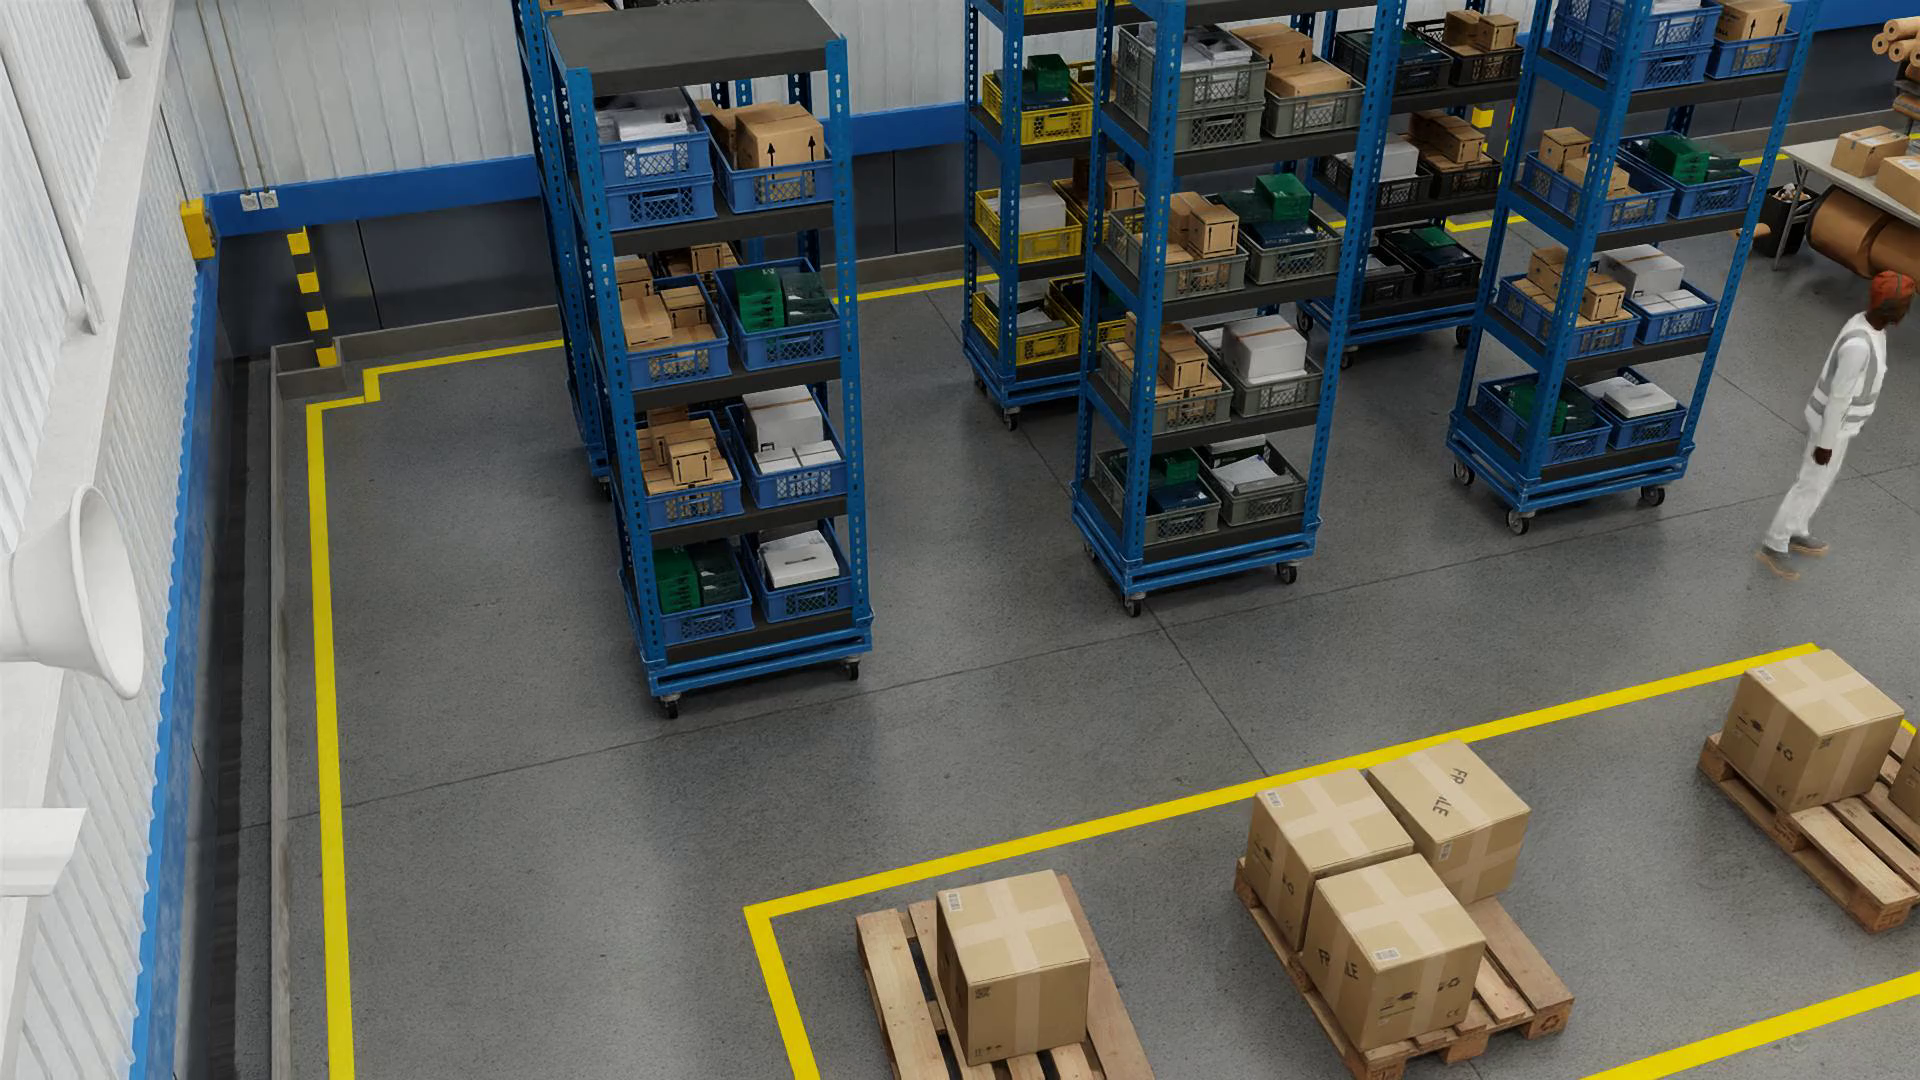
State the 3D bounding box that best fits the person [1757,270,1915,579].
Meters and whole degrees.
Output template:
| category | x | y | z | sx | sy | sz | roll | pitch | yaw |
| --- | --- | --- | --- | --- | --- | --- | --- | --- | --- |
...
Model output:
| category | x | y | z | sx | sy | sz | roll | pitch | yaw |
| --- | --- | --- | --- | --- | --- | --- | --- | --- | --- |
| person | 5.060 | -0.661 | 9.615 | 0.352 | 1.868 | 0.663 | 21 | 40 | 27 |
